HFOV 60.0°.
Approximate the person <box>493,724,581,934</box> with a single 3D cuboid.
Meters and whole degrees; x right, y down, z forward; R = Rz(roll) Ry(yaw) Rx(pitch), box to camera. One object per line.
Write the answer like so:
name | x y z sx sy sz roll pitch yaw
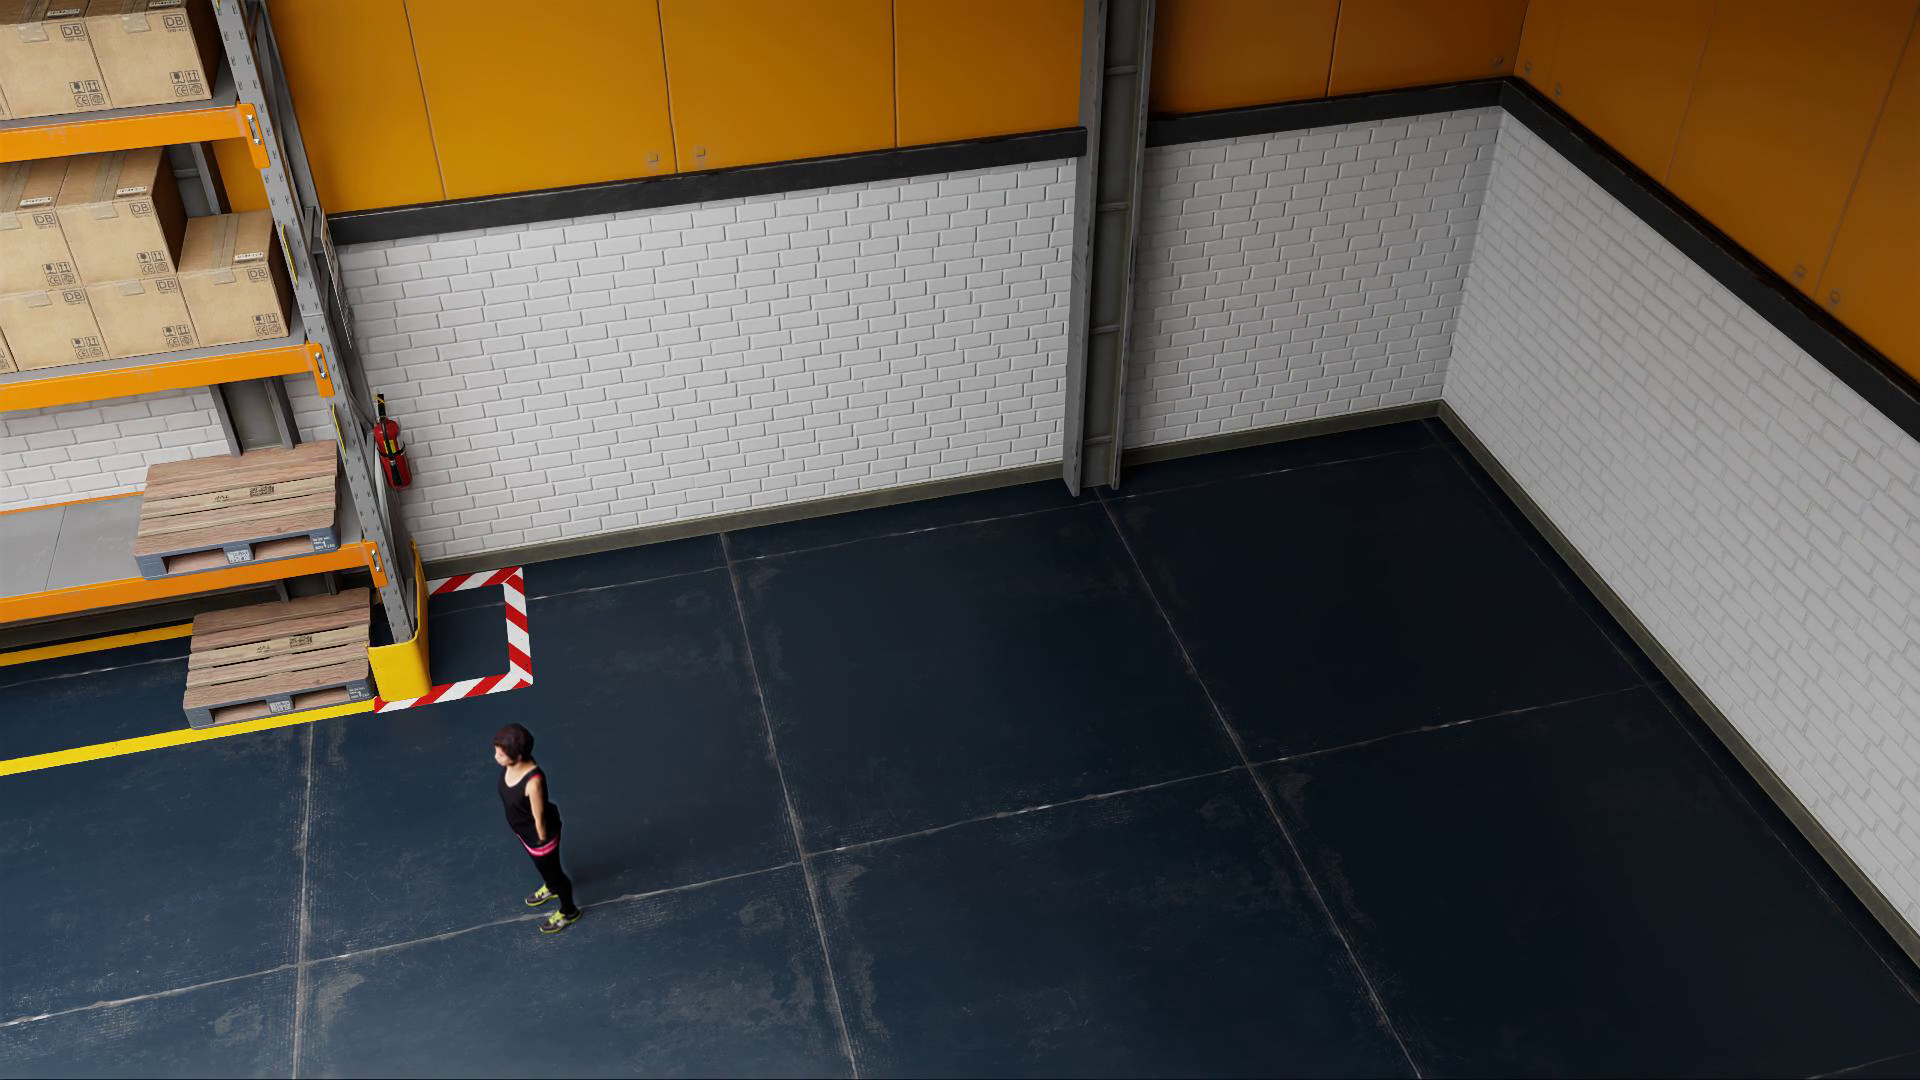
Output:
person | -2.441 1.636 9.587 0.608 1.550 0.602 -25 45 -28
